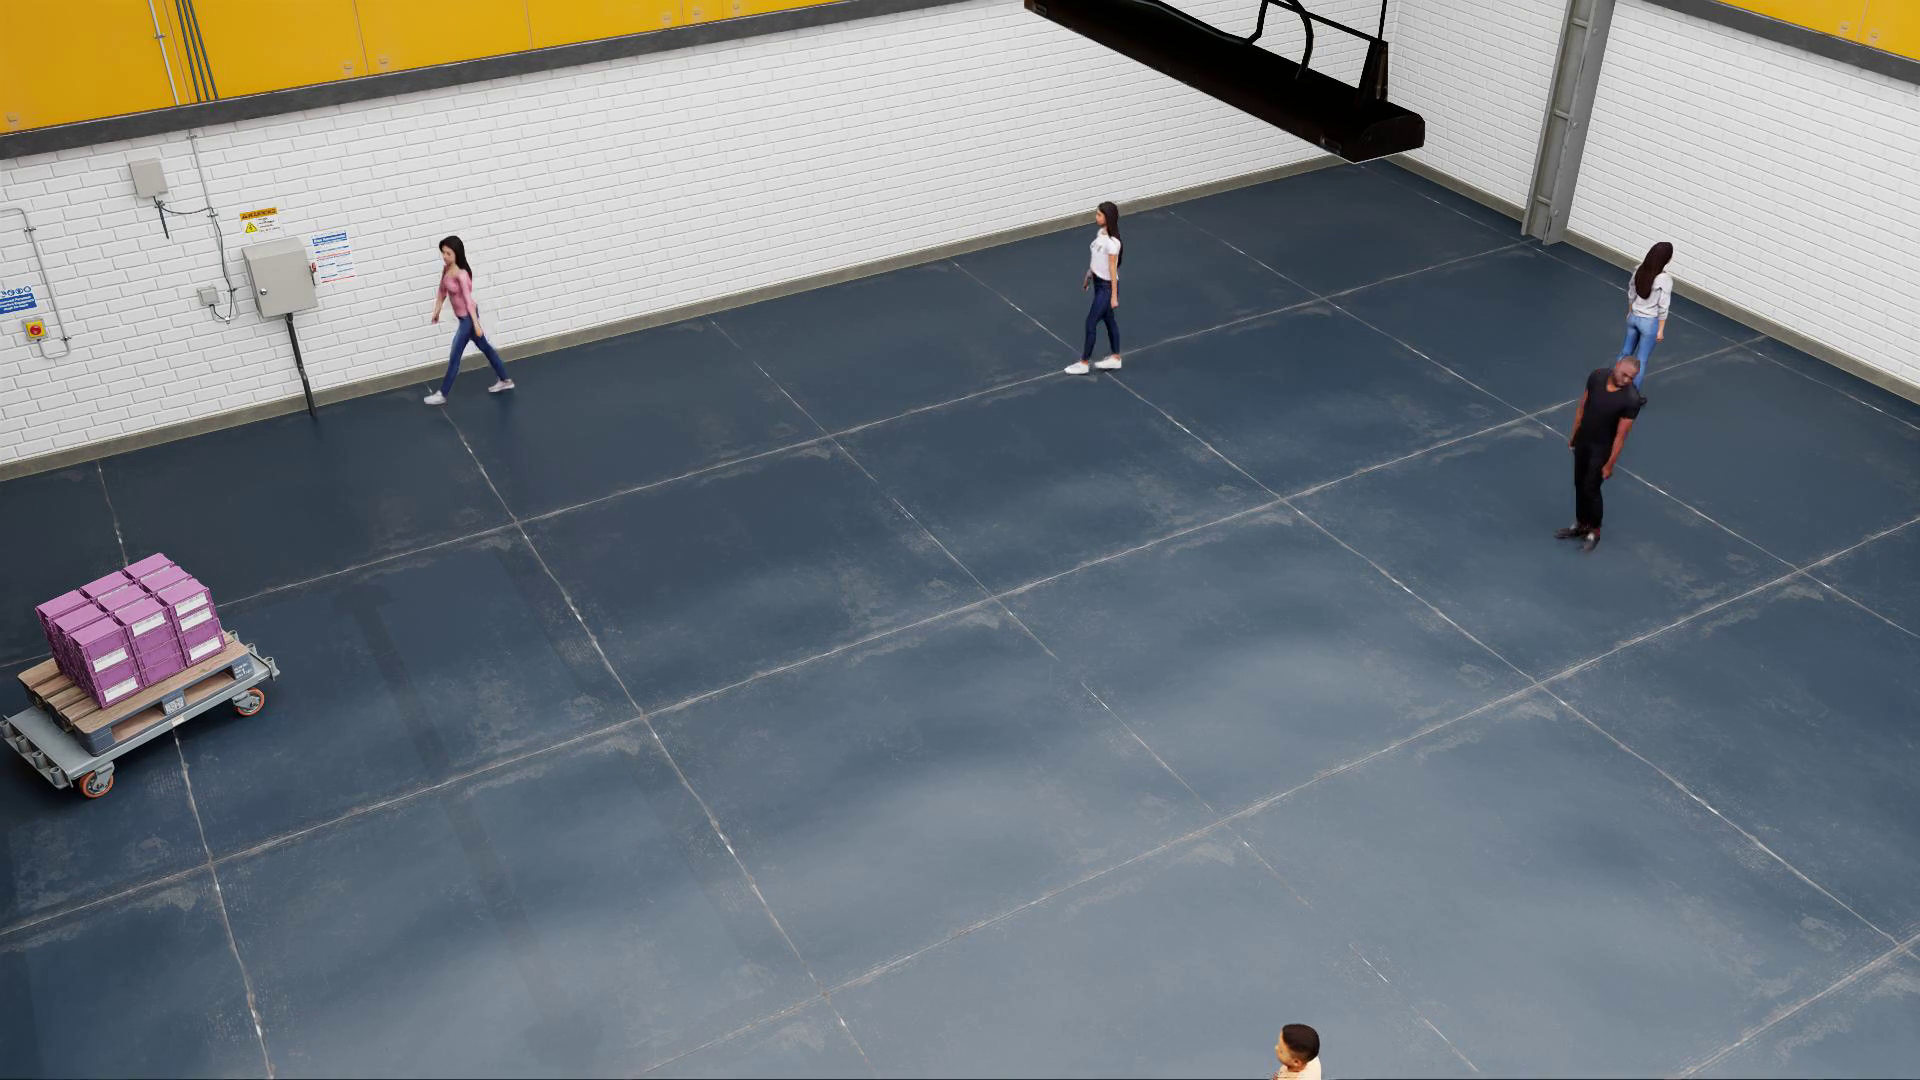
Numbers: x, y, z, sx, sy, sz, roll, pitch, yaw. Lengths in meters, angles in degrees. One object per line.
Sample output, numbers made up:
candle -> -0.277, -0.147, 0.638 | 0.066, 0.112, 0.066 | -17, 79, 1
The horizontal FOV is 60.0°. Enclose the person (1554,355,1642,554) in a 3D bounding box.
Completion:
person -> 5.201, -0.766, 13.635 | 0.779, 1.786, 0.550 | -3, 34, -5

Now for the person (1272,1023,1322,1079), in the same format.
person -> 1.738, 2.957, 8.356 | 0.990, 1.432, 0.911 | 10, 35, 15

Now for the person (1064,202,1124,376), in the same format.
person -> 1.500, -2.444, 16.187 | 0.855, 1.757, 0.878 | -6, 34, -9

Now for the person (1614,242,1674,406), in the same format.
person -> 6.457, -2.054, 15.713 | 0.672, 1.633, 0.457 | -15, 37, -22

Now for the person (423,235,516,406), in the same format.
person -> -4.588, -2.090, 15.705 | 0.732, 1.701, 1.035 | -15, 36, -21
